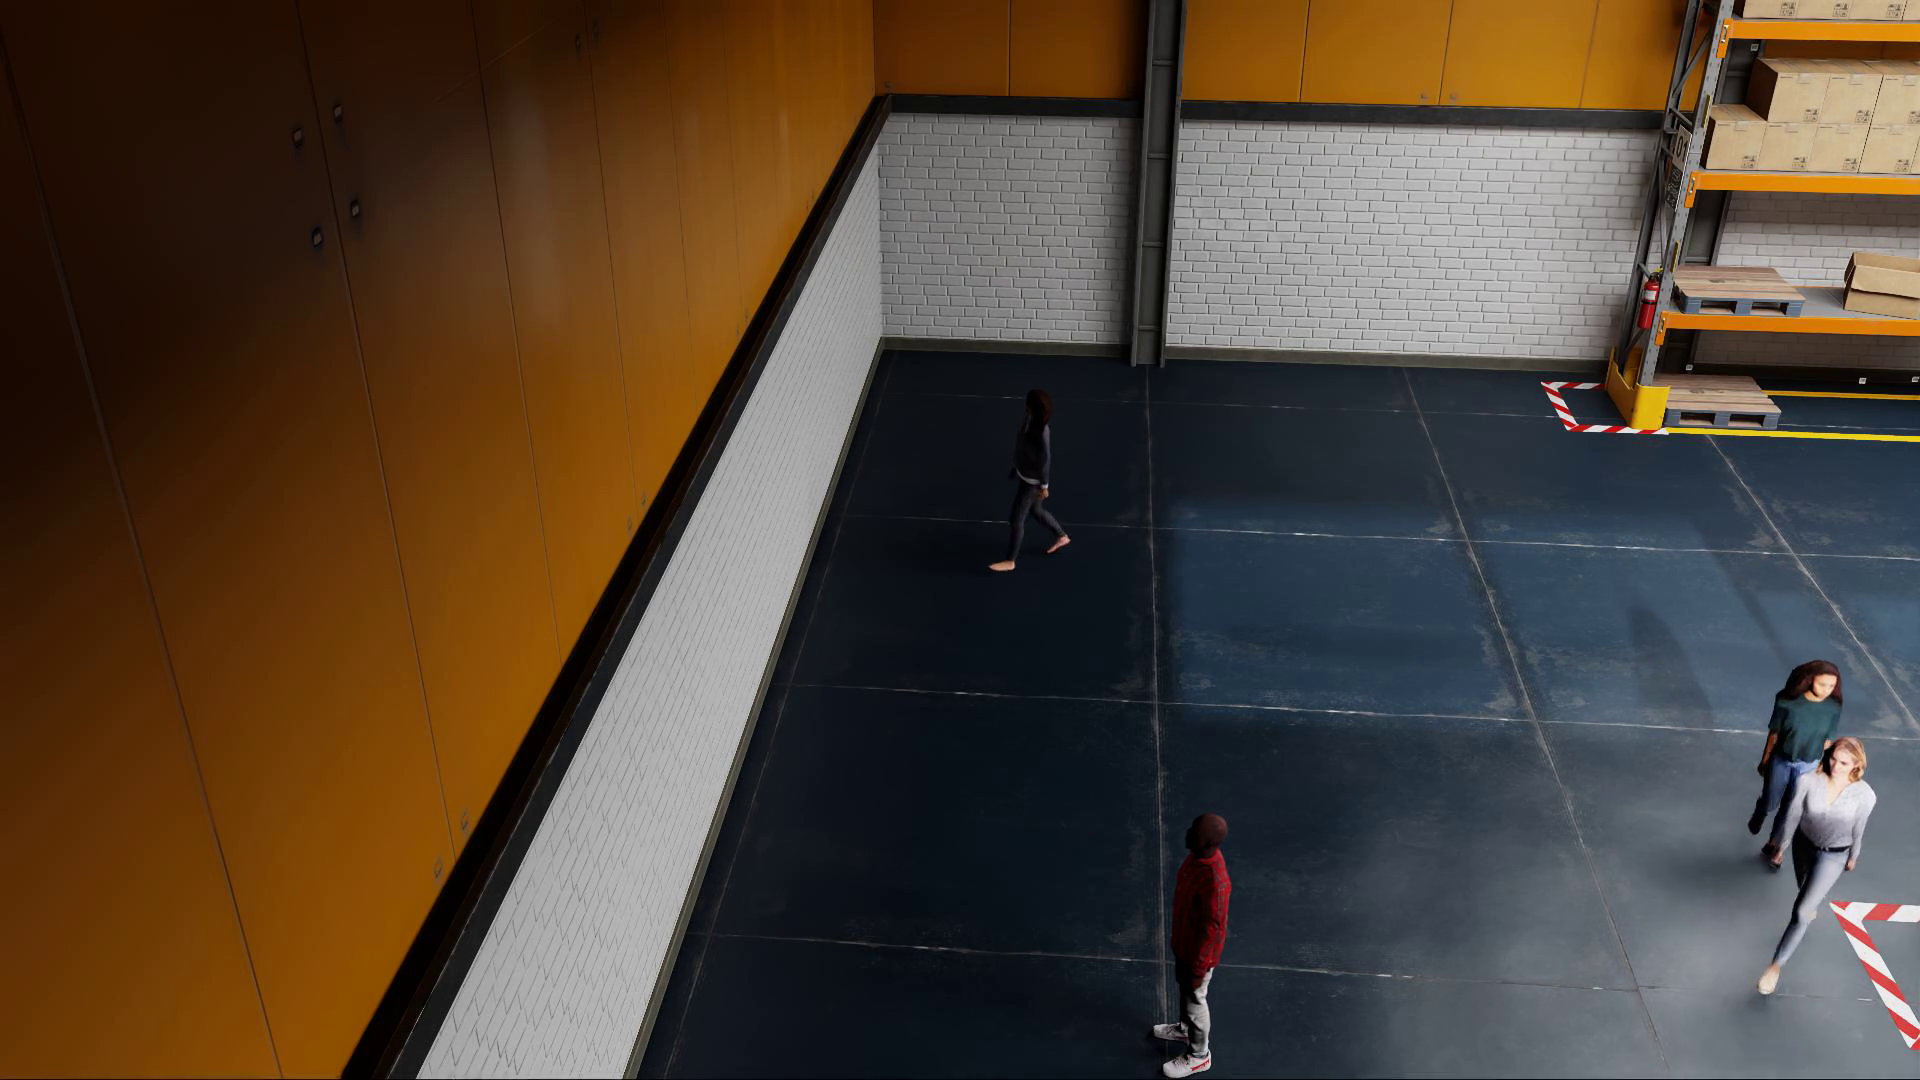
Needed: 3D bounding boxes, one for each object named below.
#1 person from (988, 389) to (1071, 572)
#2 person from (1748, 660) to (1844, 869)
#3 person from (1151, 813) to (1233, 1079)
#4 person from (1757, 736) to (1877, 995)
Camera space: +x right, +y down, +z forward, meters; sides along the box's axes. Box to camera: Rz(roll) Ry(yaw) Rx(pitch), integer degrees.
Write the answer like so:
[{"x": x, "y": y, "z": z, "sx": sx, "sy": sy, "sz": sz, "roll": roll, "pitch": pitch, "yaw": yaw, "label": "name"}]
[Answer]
[{"x": 0.710, "y": -0.571, "z": 15.071, "sx": 1.156, "sy": 1.739, "sz": 0.859, "roll": -7, "pitch": 29, "yaw": -13, "label": "person"}, {"x": 5.718, "y": 1.482, "z": 11.447, "sx": 0.676, "sy": 1.605, "sz": 0.698, "roll": 6, "pitch": 29, "yaw": 12, "label": "person"}, {"x": 1.382, "y": 2.323, "z": 9.681, "sx": 0.618, "sy": 1.820, "sz": 0.697, "roll": -1, "pitch": 29, "yaw": -3, "label": "person"}, {"x": 5.422, "y": 1.941, "z": 10.470, "sx": 1.190, "sy": 1.736, "sz": 1.180, "roll": 25, "pitch": 38, "yaw": 38, "label": "person"}]
